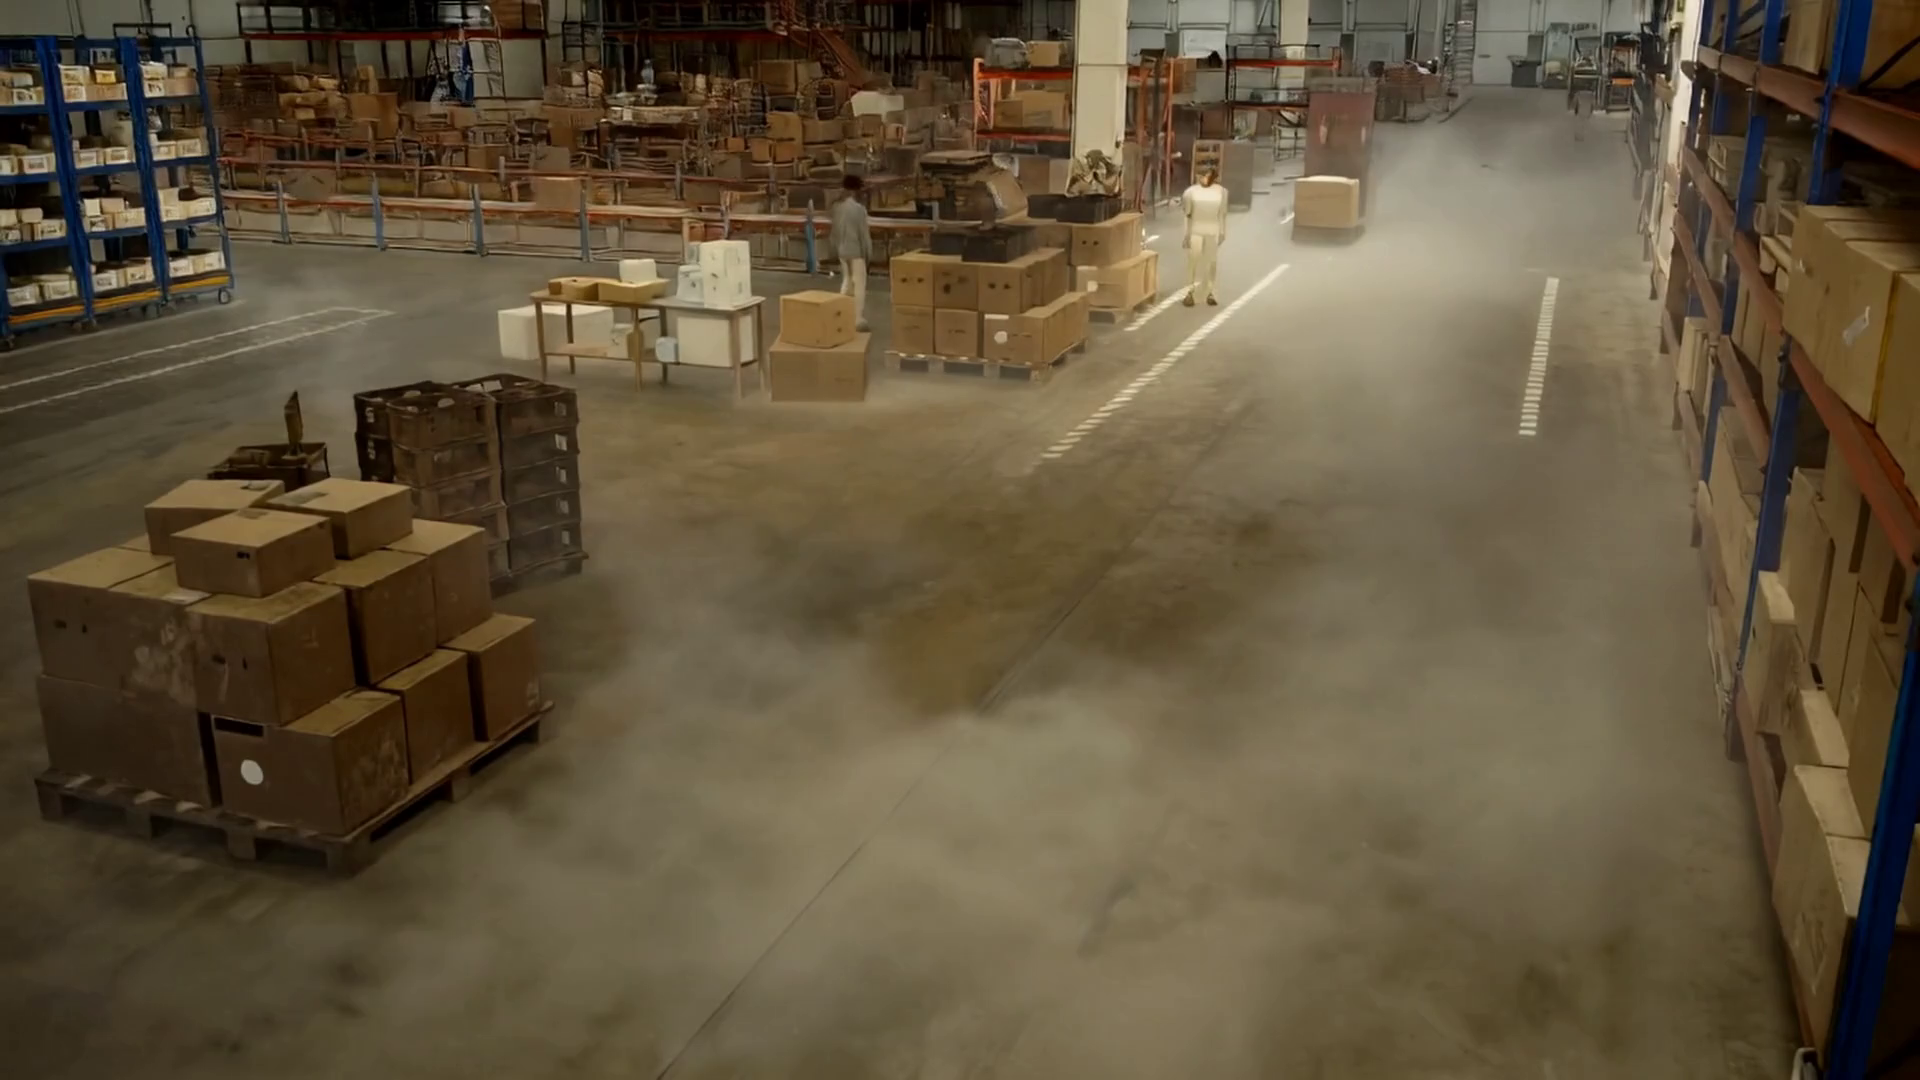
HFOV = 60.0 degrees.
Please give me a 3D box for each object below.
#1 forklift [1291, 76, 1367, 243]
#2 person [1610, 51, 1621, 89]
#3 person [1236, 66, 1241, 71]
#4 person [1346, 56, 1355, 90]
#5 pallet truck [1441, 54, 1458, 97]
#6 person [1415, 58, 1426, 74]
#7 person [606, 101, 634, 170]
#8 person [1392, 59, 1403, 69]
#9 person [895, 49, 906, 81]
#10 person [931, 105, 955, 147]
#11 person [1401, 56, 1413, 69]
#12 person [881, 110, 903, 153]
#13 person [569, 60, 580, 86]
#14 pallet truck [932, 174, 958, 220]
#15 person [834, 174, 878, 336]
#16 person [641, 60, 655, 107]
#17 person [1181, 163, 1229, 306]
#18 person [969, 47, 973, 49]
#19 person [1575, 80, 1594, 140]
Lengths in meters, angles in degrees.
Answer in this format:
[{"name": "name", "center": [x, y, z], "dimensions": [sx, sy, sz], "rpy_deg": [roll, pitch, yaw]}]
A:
[{"name": "forklift", "center": [6.598, -6.755, 29.381], "dimensions": [1.129, 2.768, 1.873], "rpy_deg": [6, 19, 19]}, {"name": "person", "center": [33.509, -24.011, 85.131], "dimensions": [0.547, 1.938, 0.378], "rpy_deg": [3, 18, 10]}, {"name": "person", "center": [11.162, -18.118, 66.740], "dimensions": [0.494, 1.857, 0.552], "rpy_deg": [-4, 18, -12]}, {"name": "person", "center": [20.023, -23.981, 85.425], "dimensions": [0.542, 1.695, 0.316], "rpy_deg": [-14, 23, -38]}, {"name": "pallet truck", "center": [22.765, -21.886, 78.355], "dimensions": [0.823, 1.965, 1.885], "rpy_deg": [-4, 18, -14]}, {"name": "person", "center": [20.380, -20.345, 73.643], "dimensions": [0.723, 1.923, 0.635], "rpy_deg": [-8, 19, -23]}, {"name": "person", "center": [-8.668, -10.367, 42.614], "dimensions": [0.929, 1.720, 0.531], "rpy_deg": [-16, 23, -40]}, {"name": "person", "center": [19.517, -20.544, 74.340], "dimensions": [0.648, 1.877, 0.992], "rpy_deg": [-9, 20, -25]}, {"name": "person", "center": [-3.418, -27.324, 95.732], "dimensions": [0.635, 1.825, 0.553], "rpy_deg": [-8, 19, -24]}, {"name": "person", "center": [-0.380, -9.278, 39.026], "dimensions": [0.607, 1.832, 0.411], "rpy_deg": [-8, 19, -23]}, {"name": "person", "center": [21.327, -22.189, 79.587], "dimensions": [0.623, 1.835, 0.430], "rpy_deg": [-6, 19, -19]}, {"name": "person", "center": [-1.621, -9.317, 39.376], "dimensions": [0.538, 1.678, 0.704], "rpy_deg": [8, 19, 23]}, {"name": "person", "center": [-16.793, -19.996, 72.605], "dimensions": [0.356, 1.881, 0.575], "rpy_deg": [12, 21, 34]}, {"name": "pallet truck", "center": [-0.507, -5.292, 27.348], "dimensions": [0.653, 1.274, 1.630], "rpy_deg": [6, 19, 19]}, {"name": "person", "center": [-1.311, -3.522, 20.657], "dimensions": [0.612, 1.997, 0.375], "rpy_deg": [17, 24, 42]}, {"name": "person", "center": [-12.572, -18.276, 66.954], "dimensions": [0.612, 2.034, 0.394], "rpy_deg": [-13, 22, -36]}, {"name": "person", "center": [3.346, -4.182, 22.824], "dimensions": [0.638, 1.938, 0.357], "rpy_deg": [0, 18, 1]}, {"name": "person", "center": [0.527, -27.536, 96.266], "dimensions": [0.721, 1.915, 0.499], "rpy_deg": [1, 18, 3]}, {"name": "person", "center": [19.554, -13.459, 52.108], "dimensions": [0.552, 1.853, 0.449], "rpy_deg": [16, 24, 42]}]
